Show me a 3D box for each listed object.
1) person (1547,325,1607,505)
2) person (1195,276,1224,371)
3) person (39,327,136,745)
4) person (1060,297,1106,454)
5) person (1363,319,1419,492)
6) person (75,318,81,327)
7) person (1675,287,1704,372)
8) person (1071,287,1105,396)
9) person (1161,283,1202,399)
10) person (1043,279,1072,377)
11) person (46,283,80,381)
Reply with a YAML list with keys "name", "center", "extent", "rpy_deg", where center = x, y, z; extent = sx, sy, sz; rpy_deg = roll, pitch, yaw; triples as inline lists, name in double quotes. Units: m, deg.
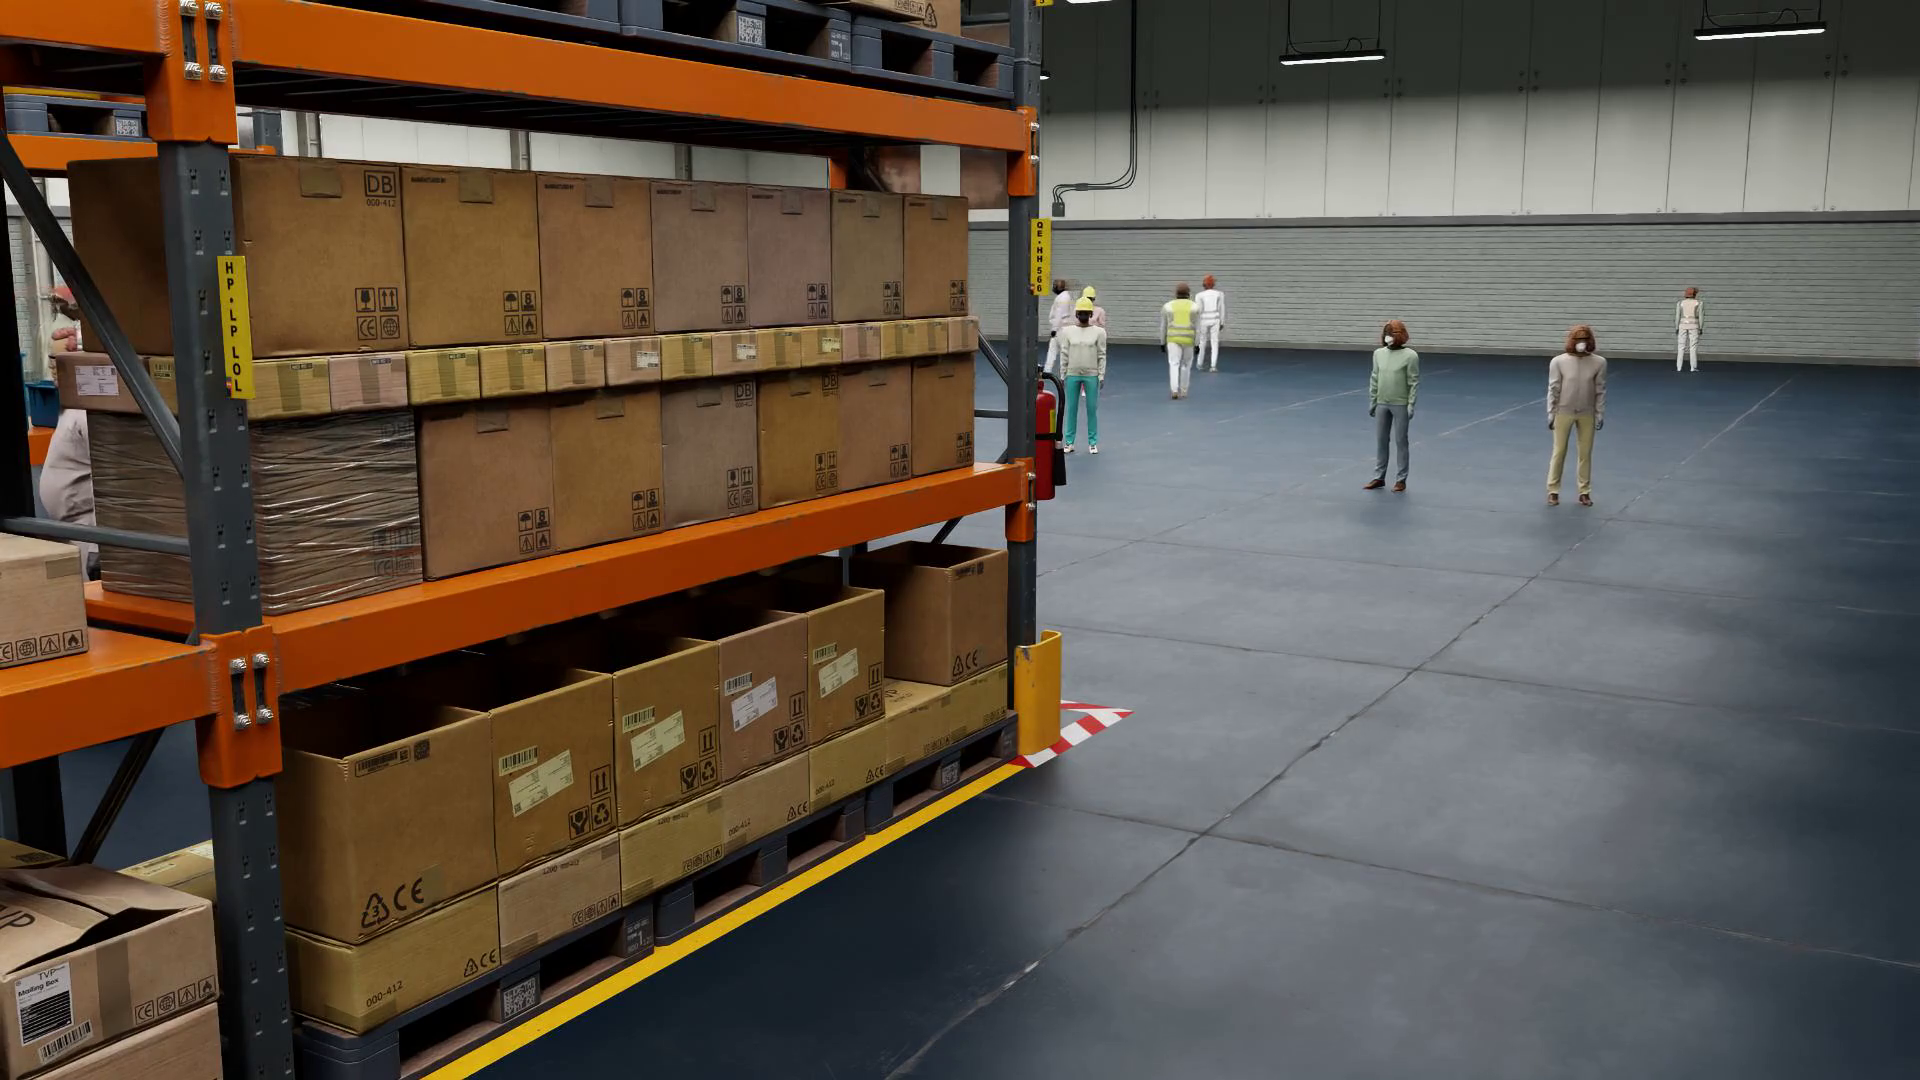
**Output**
- name: "person"
  center: [5.501, -1.111, 14.870]
  extent: [0.502, 1.621, 0.306]
  rpy_deg: [2, 10, 10]
- name: "person"
  center: [4.853, -4.211, 32.418]
  extent: [0.588, 1.840, 0.951]
  rpy_deg: [0, 10, 1]
- name: "person"
  center: [-3.991, -0.022, 7.663]
  extent: [0.407, 1.908, 0.641]
  rpy_deg: [-6, 11, -32]
- name: "person"
  center: [1.387, -1.854, 18.792]
  extent: [0.525, 1.772, 0.306]
  rpy_deg: [2, 10, 11]
- name: "person"
  center: [4.102, -1.270, 15.764]
  extent: [0.283, 1.633, 0.501]
  rpy_deg: [-9, 13, -41]
- name: "person"
  center: [-8.417, -1.454, 16.120]
  extent: [0.575, 1.882, 0.355]
  rpy_deg: [3, 10, 20]
- name: "person"
  center: [14.046, -4.051, 32.040]
  extent: [0.513, 1.637, 0.313]
  rpy_deg: [7, 12, 37]
- name: "person"
  center: [2.005, -3.111, 26.241]
  extent: [0.530, 1.744, 0.716]
  rpy_deg: [2, 10, 11]
- name: "person"
  center: [3.460, -3.114, 26.068]
  extent: [0.631, 1.806, 0.917]
  rpy_deg: [1, 10, 8]
- name: "person"
  center: [1.743, -3.872, 30.484]
  extent: [0.879, 1.803, 0.670]
  rpy_deg: [1, 10, 6]
- name: "person"
  center: [-8.124, -1.368, 15.302]
  extent: [0.481, 1.975, 0.635]
  rpy_deg: [-3, 10, -16]
